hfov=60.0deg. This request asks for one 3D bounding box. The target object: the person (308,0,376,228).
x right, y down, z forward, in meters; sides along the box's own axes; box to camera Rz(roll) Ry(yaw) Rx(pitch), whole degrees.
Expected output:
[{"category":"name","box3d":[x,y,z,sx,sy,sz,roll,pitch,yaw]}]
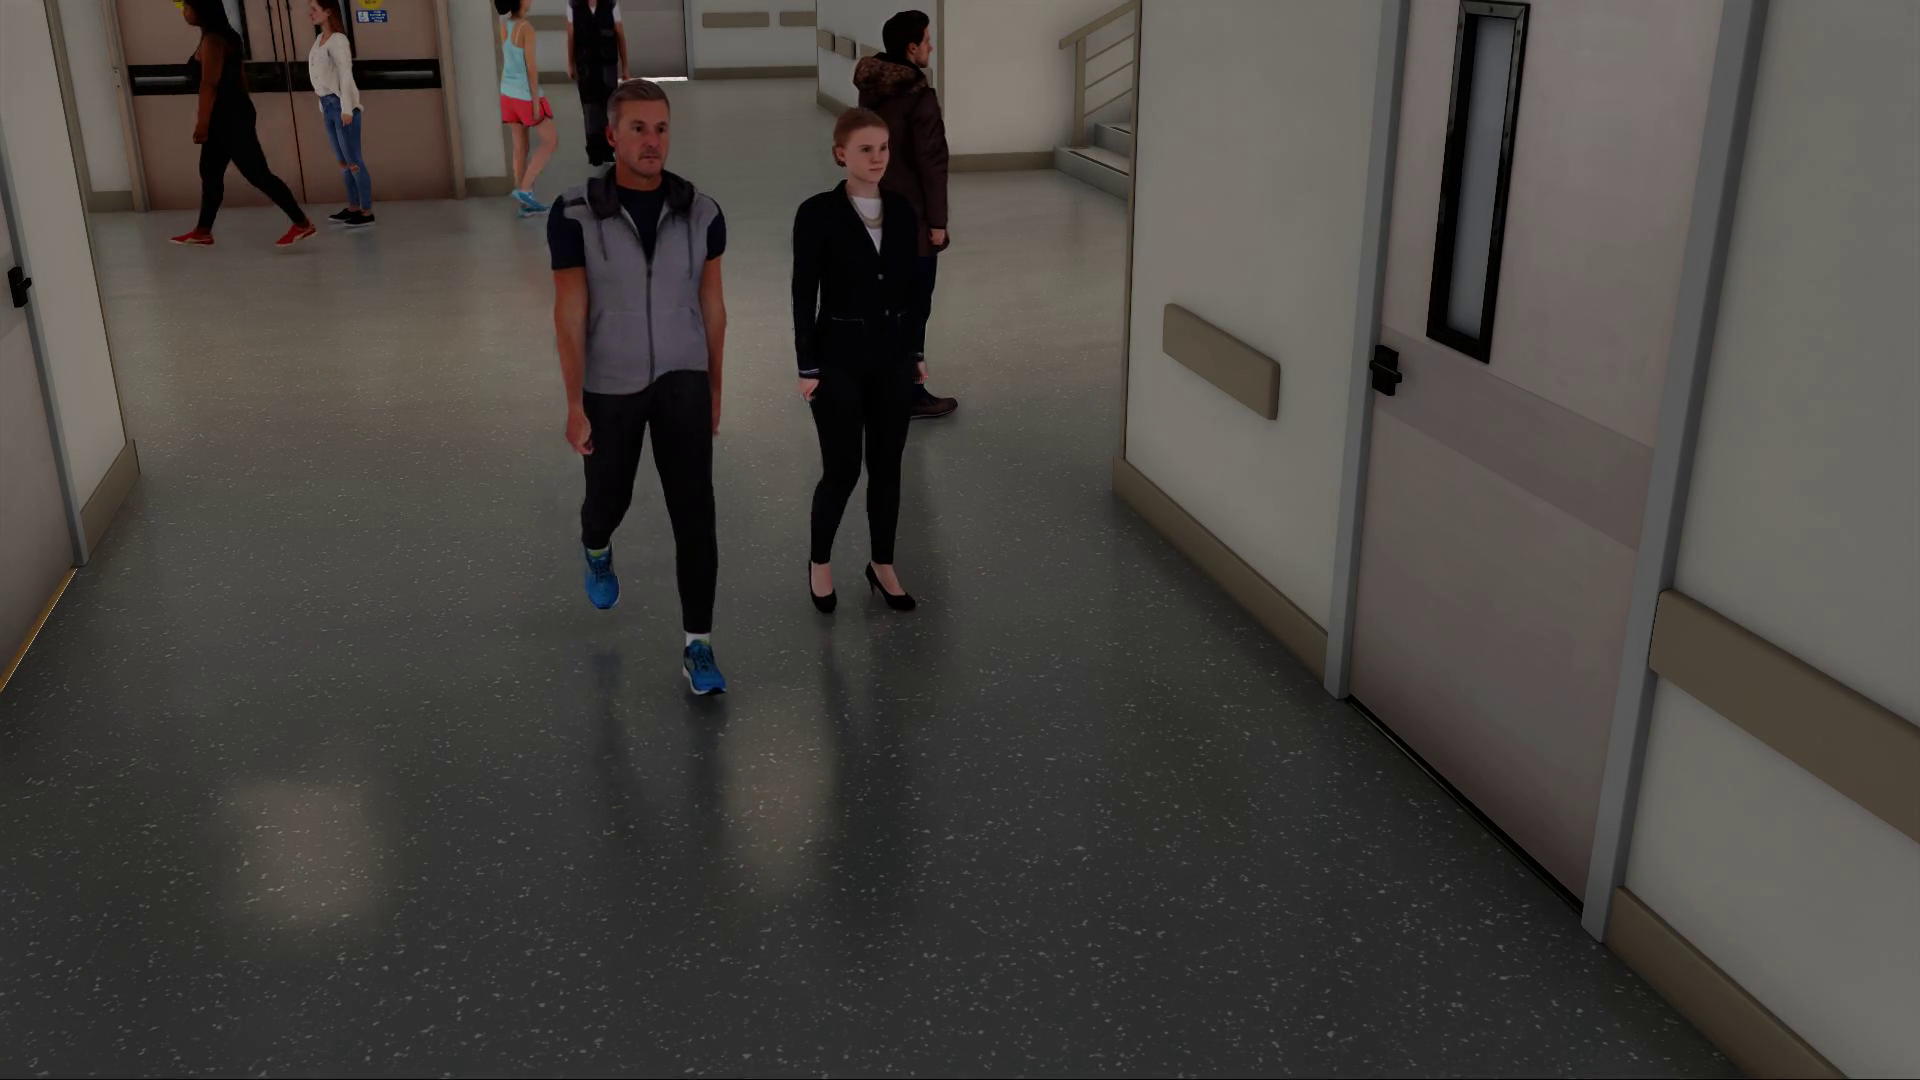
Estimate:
[{"category":"person","box3d":[-4.642,-3.212,12.470,0.691,1.691,0.703,-16,26,-36]}]

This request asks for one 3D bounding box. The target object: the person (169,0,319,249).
[{"category":"person","box3d":[-4.902,-2.849,11.409,1.214,1.765,0.706,-5,21,-13]}]

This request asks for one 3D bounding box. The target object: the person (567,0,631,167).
[{"category":"person","box3d":[-3.375,-4.406,15.440,0.943,1.821,0.748,-5,21,-14]}]

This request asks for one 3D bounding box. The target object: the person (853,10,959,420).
[{"category":"person","box3d":[-0.259,-1.504,7.741,0.783,1.846,0.832,-13,24,-31]}]

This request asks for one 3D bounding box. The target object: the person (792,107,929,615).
[{"category":"person","box3d":[-0.343,-0.569,5.499,0.653,1.686,0.774,-14,25,-32]}]

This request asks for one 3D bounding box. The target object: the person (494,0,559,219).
[{"category":"person","box3d":[-3.416,-3.349,12.738,0.757,1.758,0.818,15,25,34]}]

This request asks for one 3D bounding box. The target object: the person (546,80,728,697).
[{"category":"person","box3d":[-0.985,-0.455,5.042,1.102,1.797,0.821,-8,22,-20]}]
